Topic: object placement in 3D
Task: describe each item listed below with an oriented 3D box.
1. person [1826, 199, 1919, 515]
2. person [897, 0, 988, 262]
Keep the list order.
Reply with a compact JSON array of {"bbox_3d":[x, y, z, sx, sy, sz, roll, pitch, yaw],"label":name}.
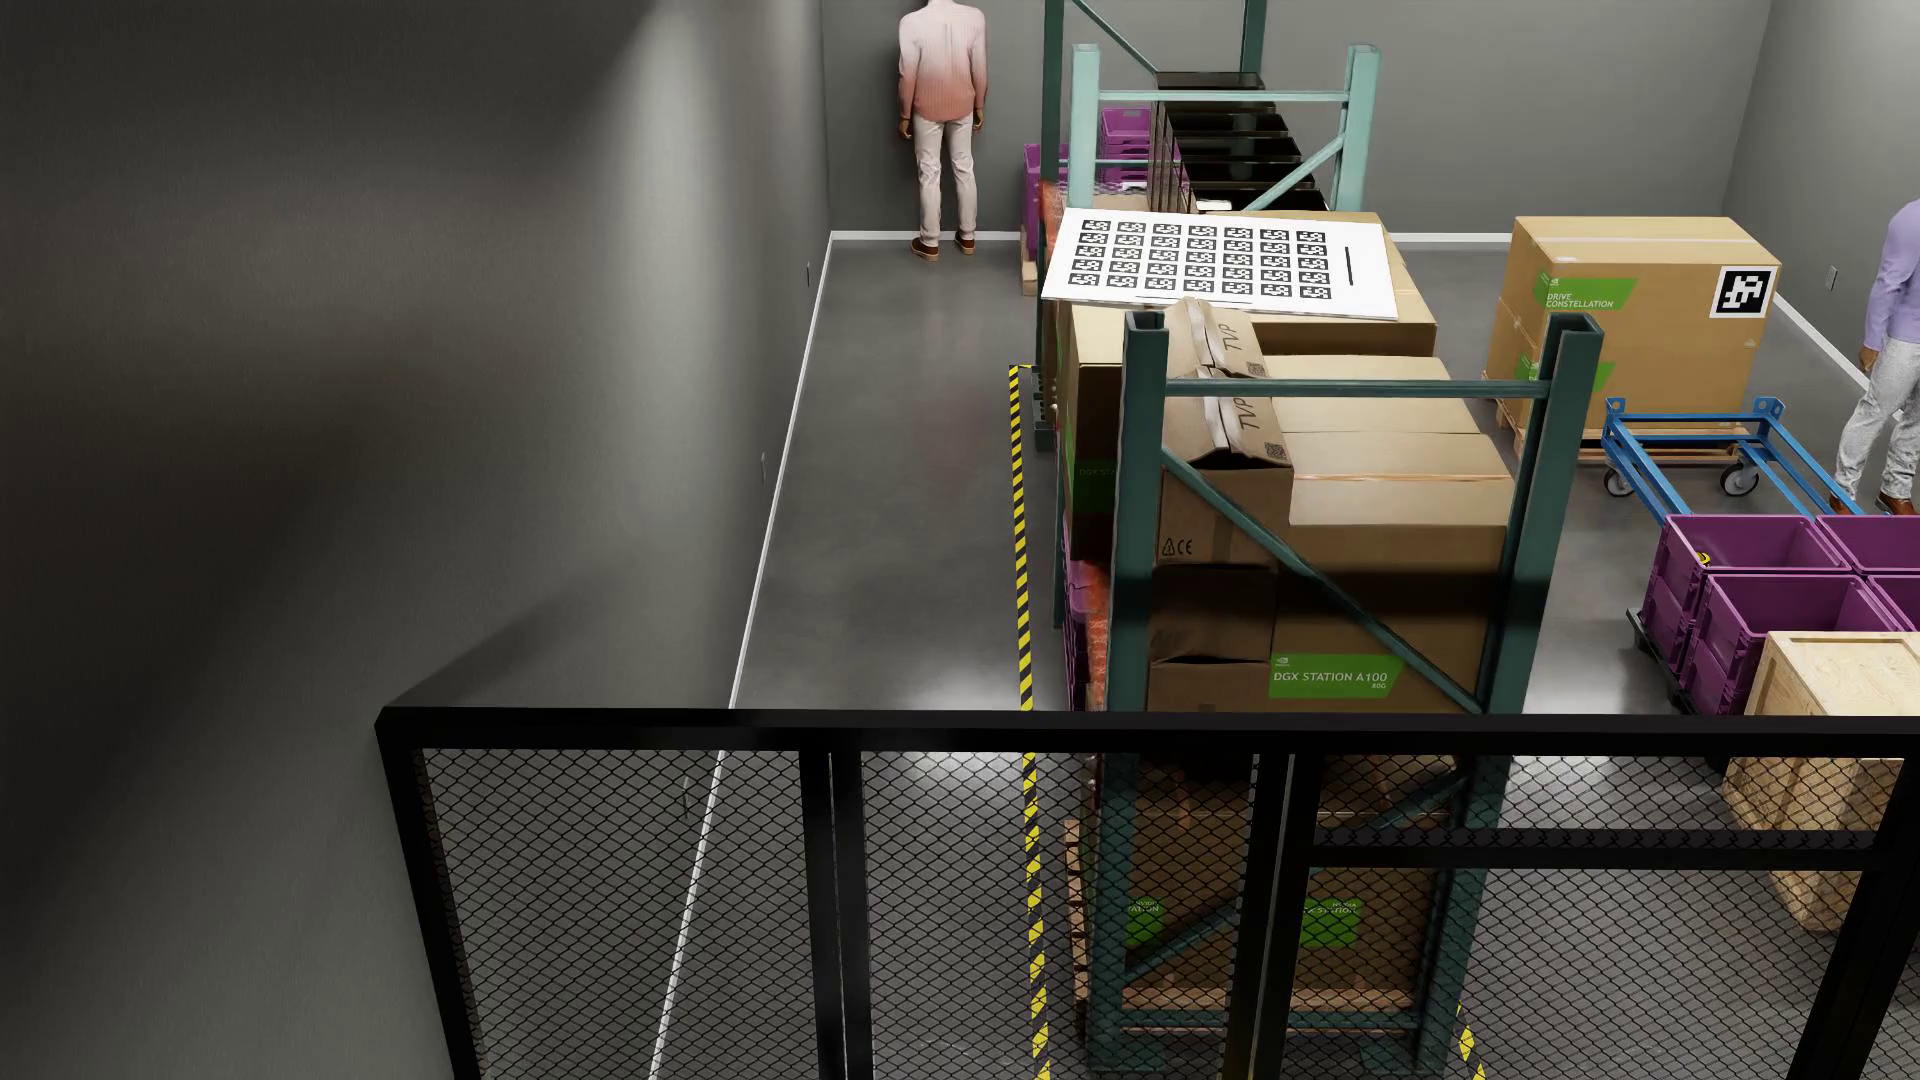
[{"bbox_3d":[4.526,-0.941,7.777,0.635,1.938,0.359,-1,31,-2],"label":"person"},{"bbox_3d":[-0.125,-2.825,10.854,0.621,1.992,0.397,-12,33,-20],"label":"person"}]
